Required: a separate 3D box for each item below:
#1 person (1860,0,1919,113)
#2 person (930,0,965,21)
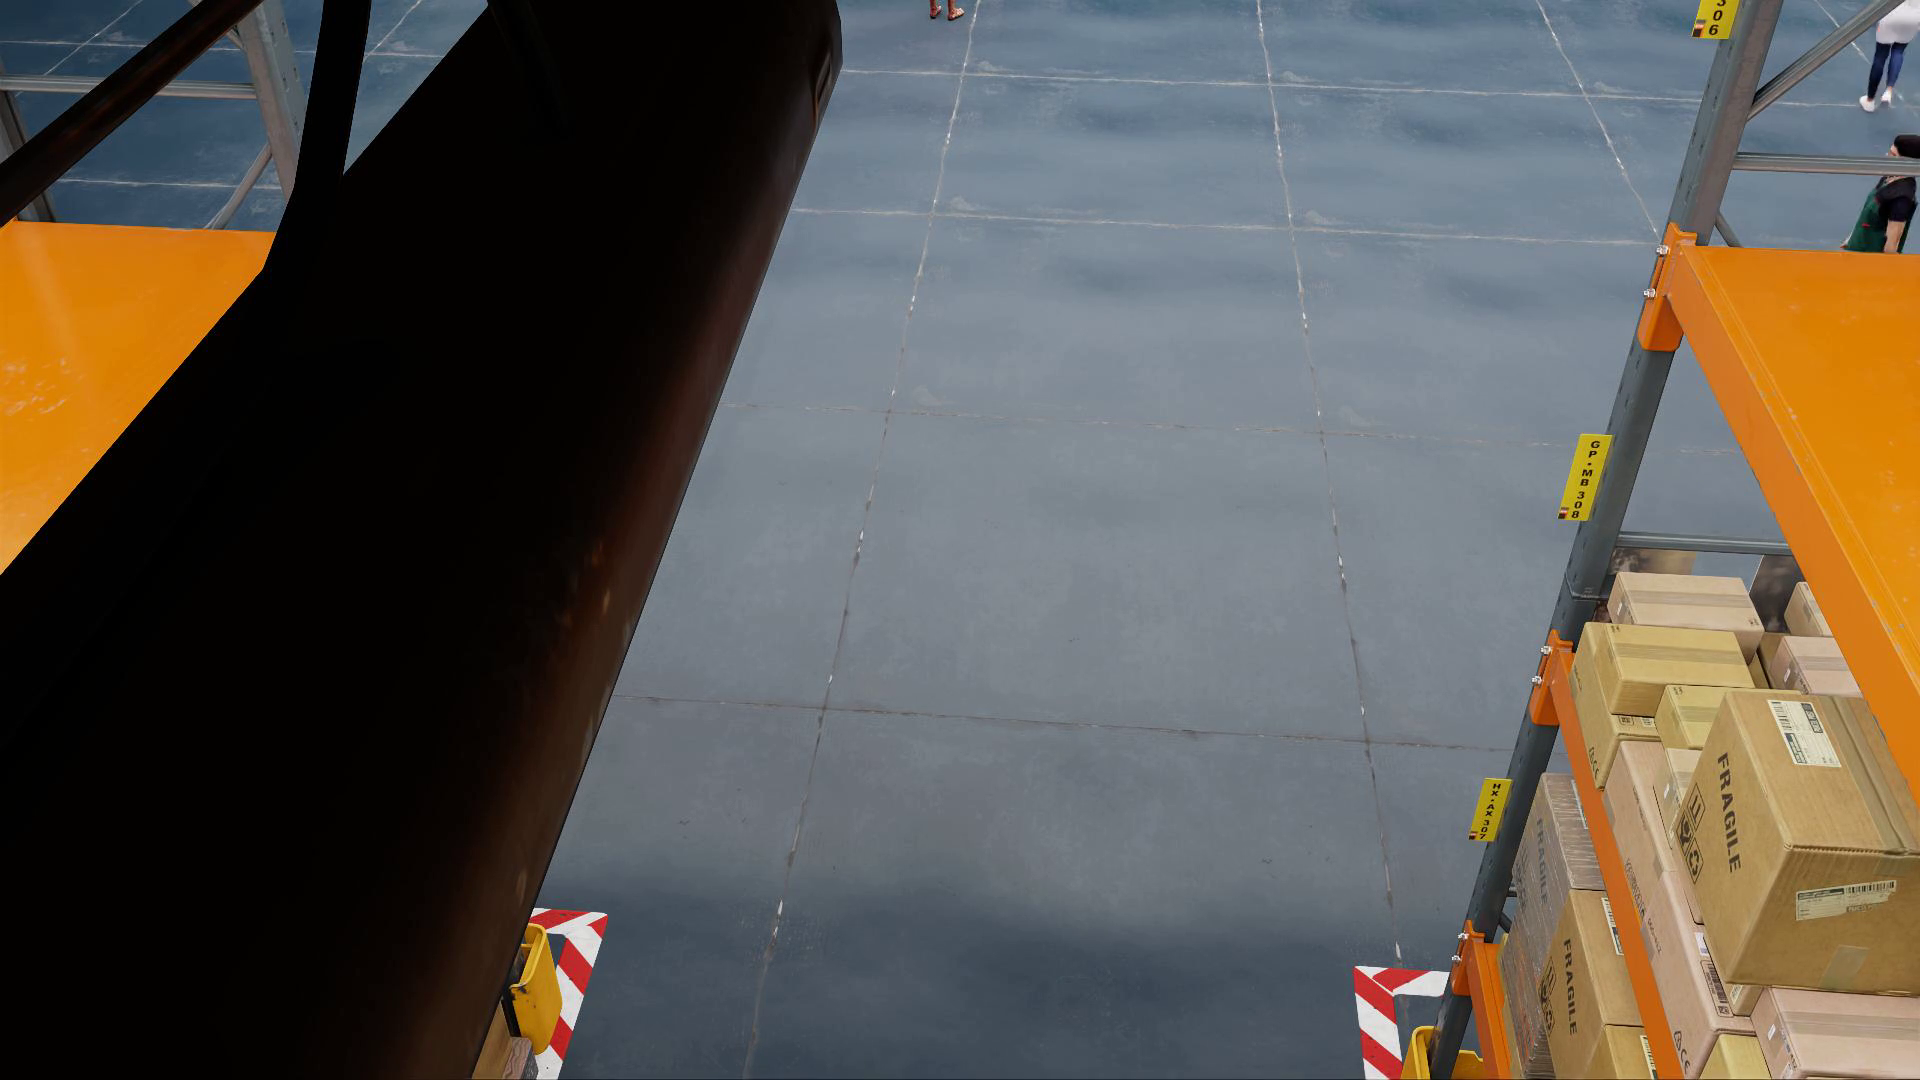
[{"bbox_3d":[8.554,-4.705,15.074,0.653,1.770,0.716,7,39,9],"label":"person"},{"bbox_3d":[-0.185,-6.202,17.026,0.647,1.723,0.621,14,40,17],"label":"person"}]
